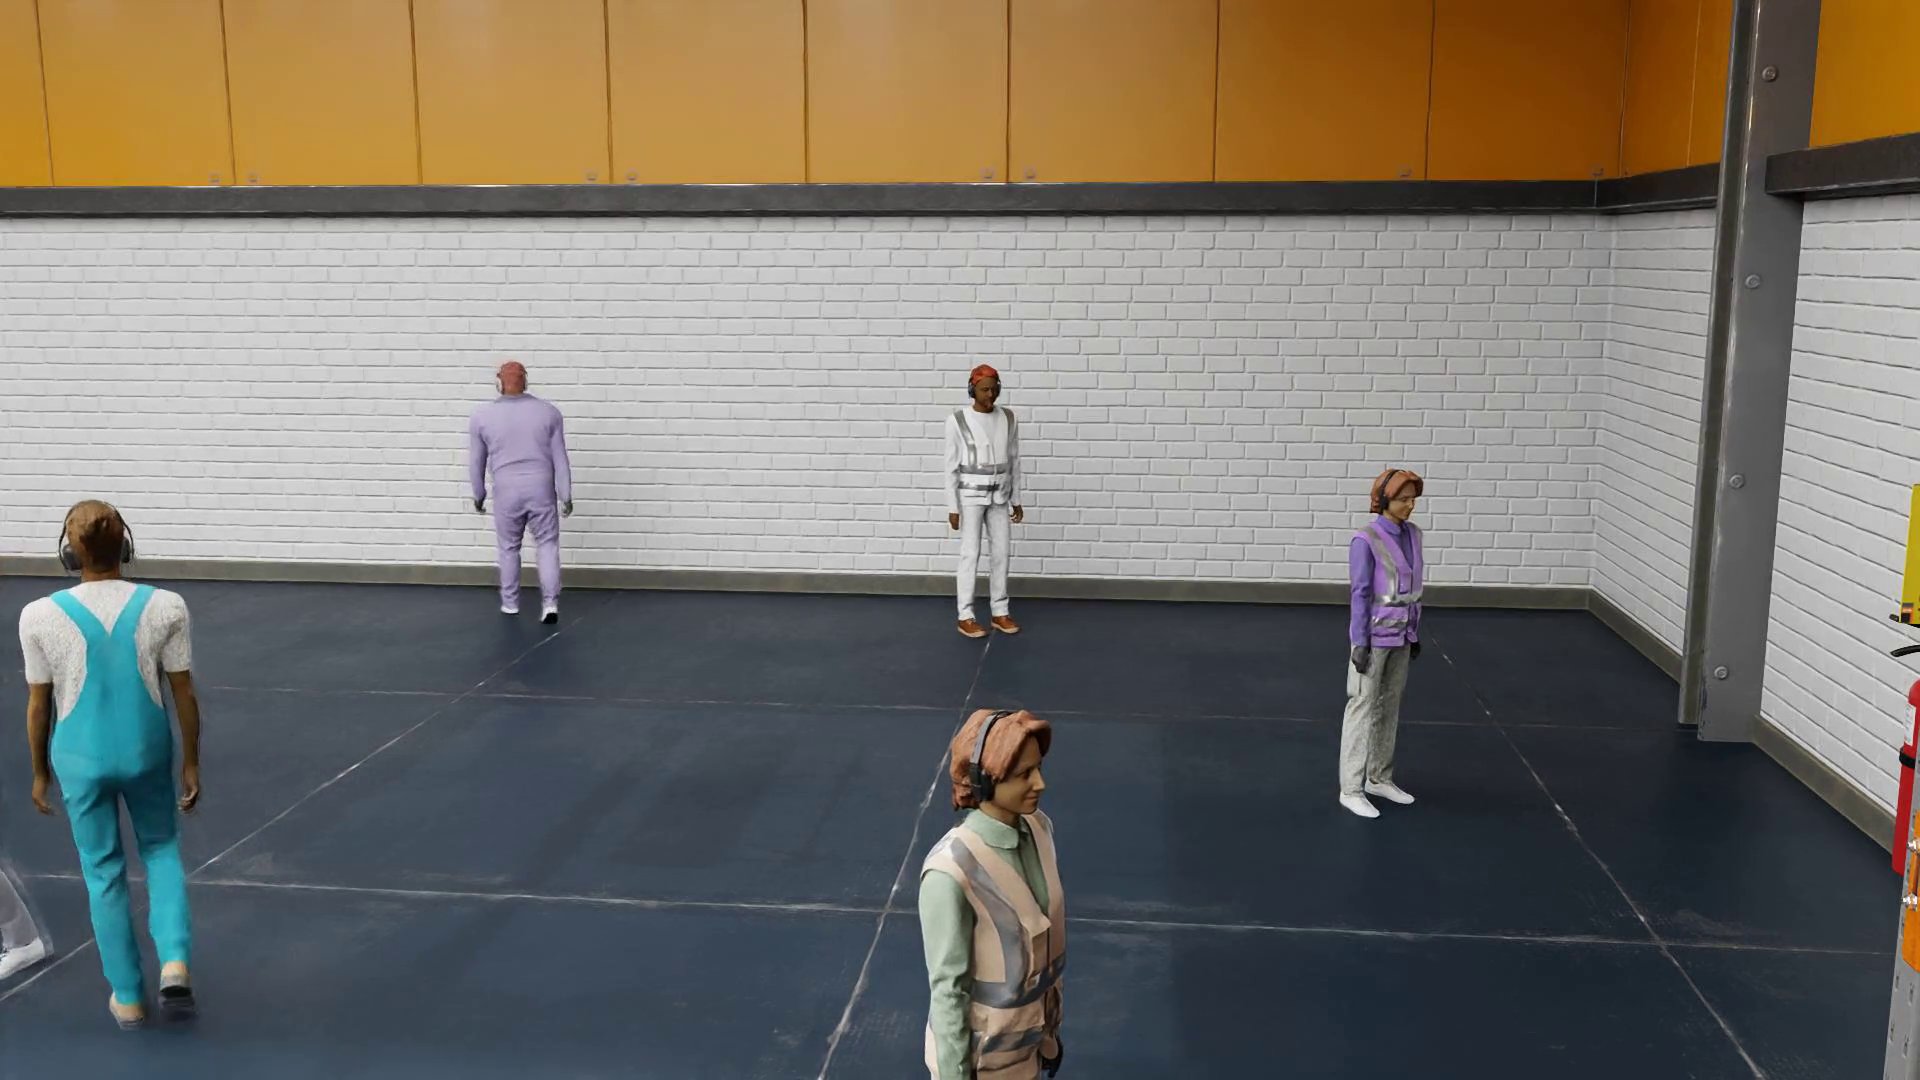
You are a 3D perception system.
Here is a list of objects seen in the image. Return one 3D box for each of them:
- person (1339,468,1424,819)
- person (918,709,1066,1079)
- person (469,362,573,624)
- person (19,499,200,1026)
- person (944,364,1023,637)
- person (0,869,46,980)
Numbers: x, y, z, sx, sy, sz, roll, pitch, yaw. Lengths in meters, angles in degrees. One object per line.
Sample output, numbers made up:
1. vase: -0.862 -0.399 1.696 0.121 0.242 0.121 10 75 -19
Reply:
1. person: 2.001 0.476 7.841 0.523 1.636 0.311 -9 14 -43
2. person: 0.078 1.182 3.795 0.308 1.640 0.511 5 11 26
3. person: -3.130 -0.335 11.869 0.697 1.858 0.858 -3 10 -18
4. person: -2.870 0.765 5.653 0.510 1.832 0.400 -6 12 -33
5. person: 0.159 -0.267 11.425 0.584 1.877 0.356 -6 11 -30
6. person: -3.622 0.869 5.741 0.510 1.575 0.873 6 12 31
